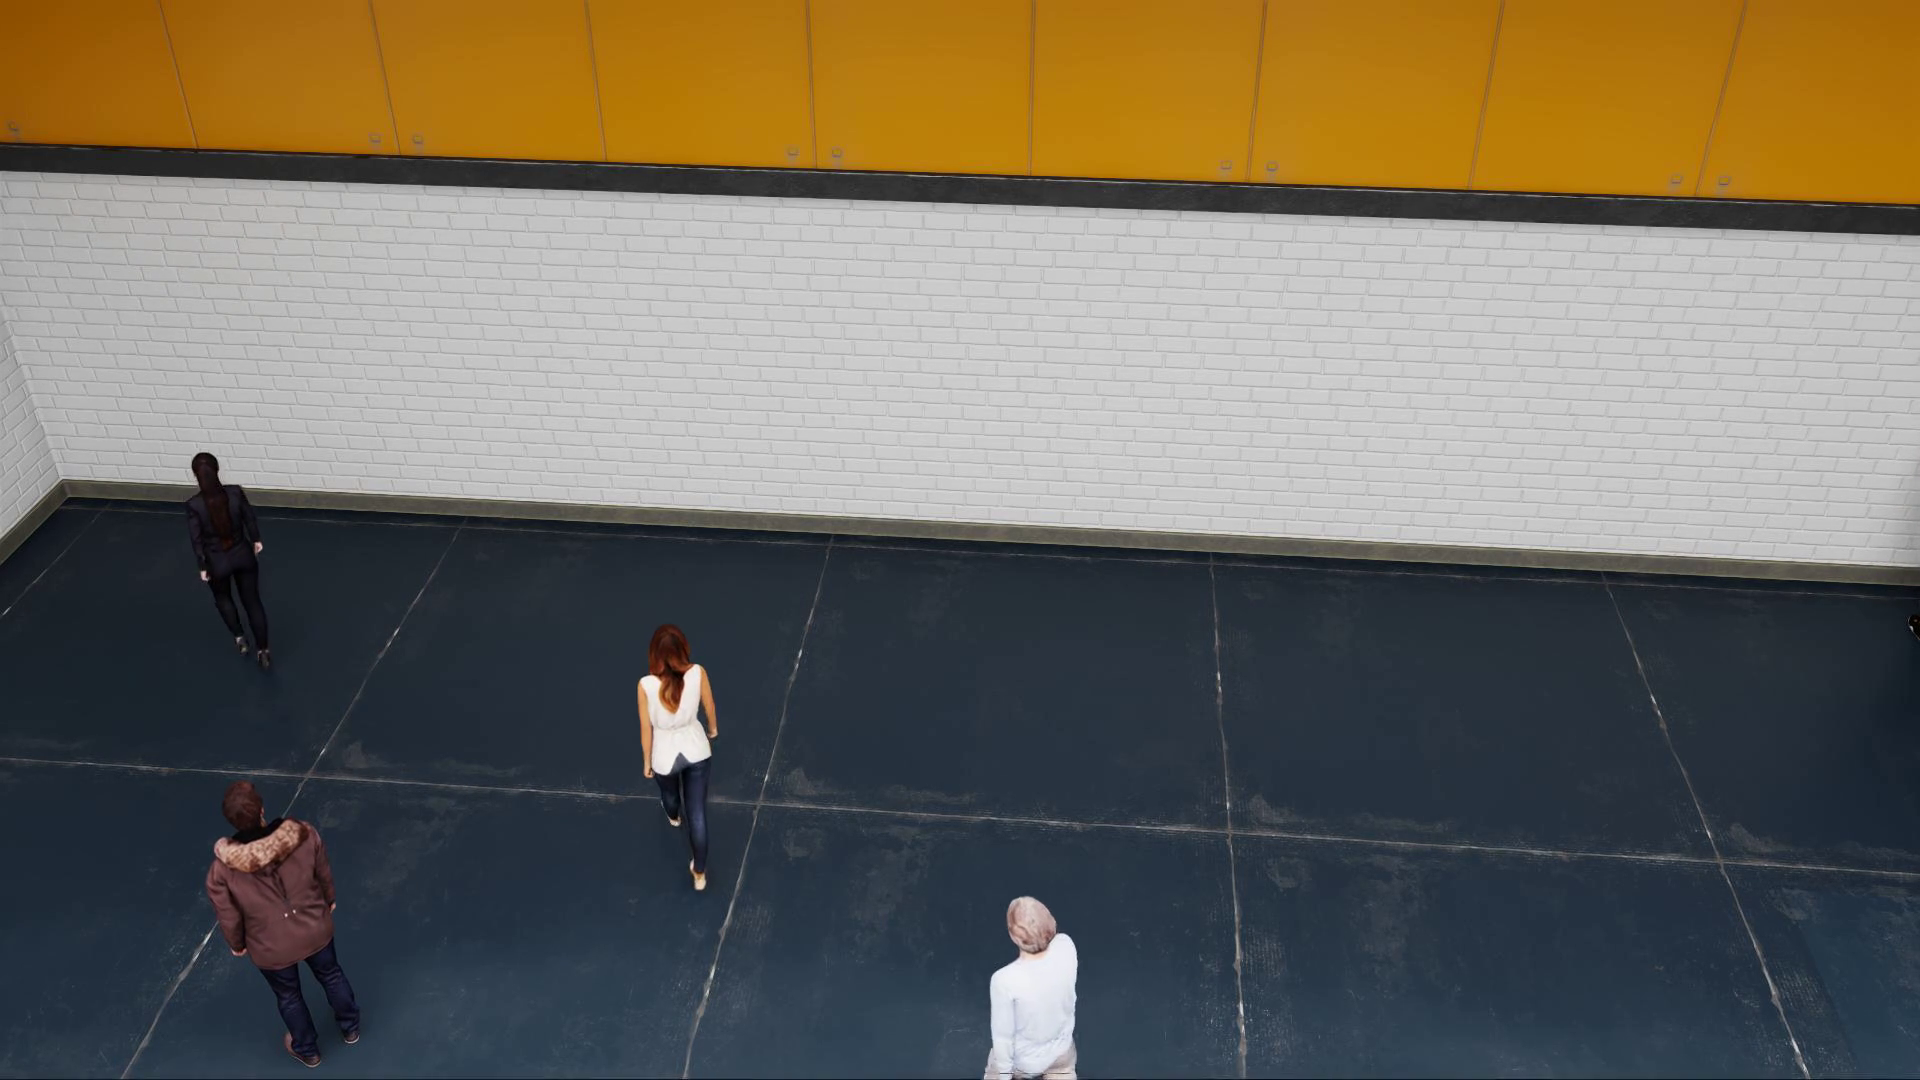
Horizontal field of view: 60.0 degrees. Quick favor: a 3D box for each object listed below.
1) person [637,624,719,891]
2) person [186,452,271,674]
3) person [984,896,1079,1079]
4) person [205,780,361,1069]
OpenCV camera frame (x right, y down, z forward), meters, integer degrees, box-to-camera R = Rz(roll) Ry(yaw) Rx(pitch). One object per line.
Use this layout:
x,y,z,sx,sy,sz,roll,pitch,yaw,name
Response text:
-1.608,1.313,9.674,0.891,1.749,1.126,-10,35,-15,person
-4.970,0.194,11.406,0.758,1.694,0.816,-23,40,-31,person
0.425,2.468,7.843,1.099,1.851,1.302,-17,37,-24,person
-3.466,1.988,8.571,0.861,1.845,0.917,-24,40,-31,person
